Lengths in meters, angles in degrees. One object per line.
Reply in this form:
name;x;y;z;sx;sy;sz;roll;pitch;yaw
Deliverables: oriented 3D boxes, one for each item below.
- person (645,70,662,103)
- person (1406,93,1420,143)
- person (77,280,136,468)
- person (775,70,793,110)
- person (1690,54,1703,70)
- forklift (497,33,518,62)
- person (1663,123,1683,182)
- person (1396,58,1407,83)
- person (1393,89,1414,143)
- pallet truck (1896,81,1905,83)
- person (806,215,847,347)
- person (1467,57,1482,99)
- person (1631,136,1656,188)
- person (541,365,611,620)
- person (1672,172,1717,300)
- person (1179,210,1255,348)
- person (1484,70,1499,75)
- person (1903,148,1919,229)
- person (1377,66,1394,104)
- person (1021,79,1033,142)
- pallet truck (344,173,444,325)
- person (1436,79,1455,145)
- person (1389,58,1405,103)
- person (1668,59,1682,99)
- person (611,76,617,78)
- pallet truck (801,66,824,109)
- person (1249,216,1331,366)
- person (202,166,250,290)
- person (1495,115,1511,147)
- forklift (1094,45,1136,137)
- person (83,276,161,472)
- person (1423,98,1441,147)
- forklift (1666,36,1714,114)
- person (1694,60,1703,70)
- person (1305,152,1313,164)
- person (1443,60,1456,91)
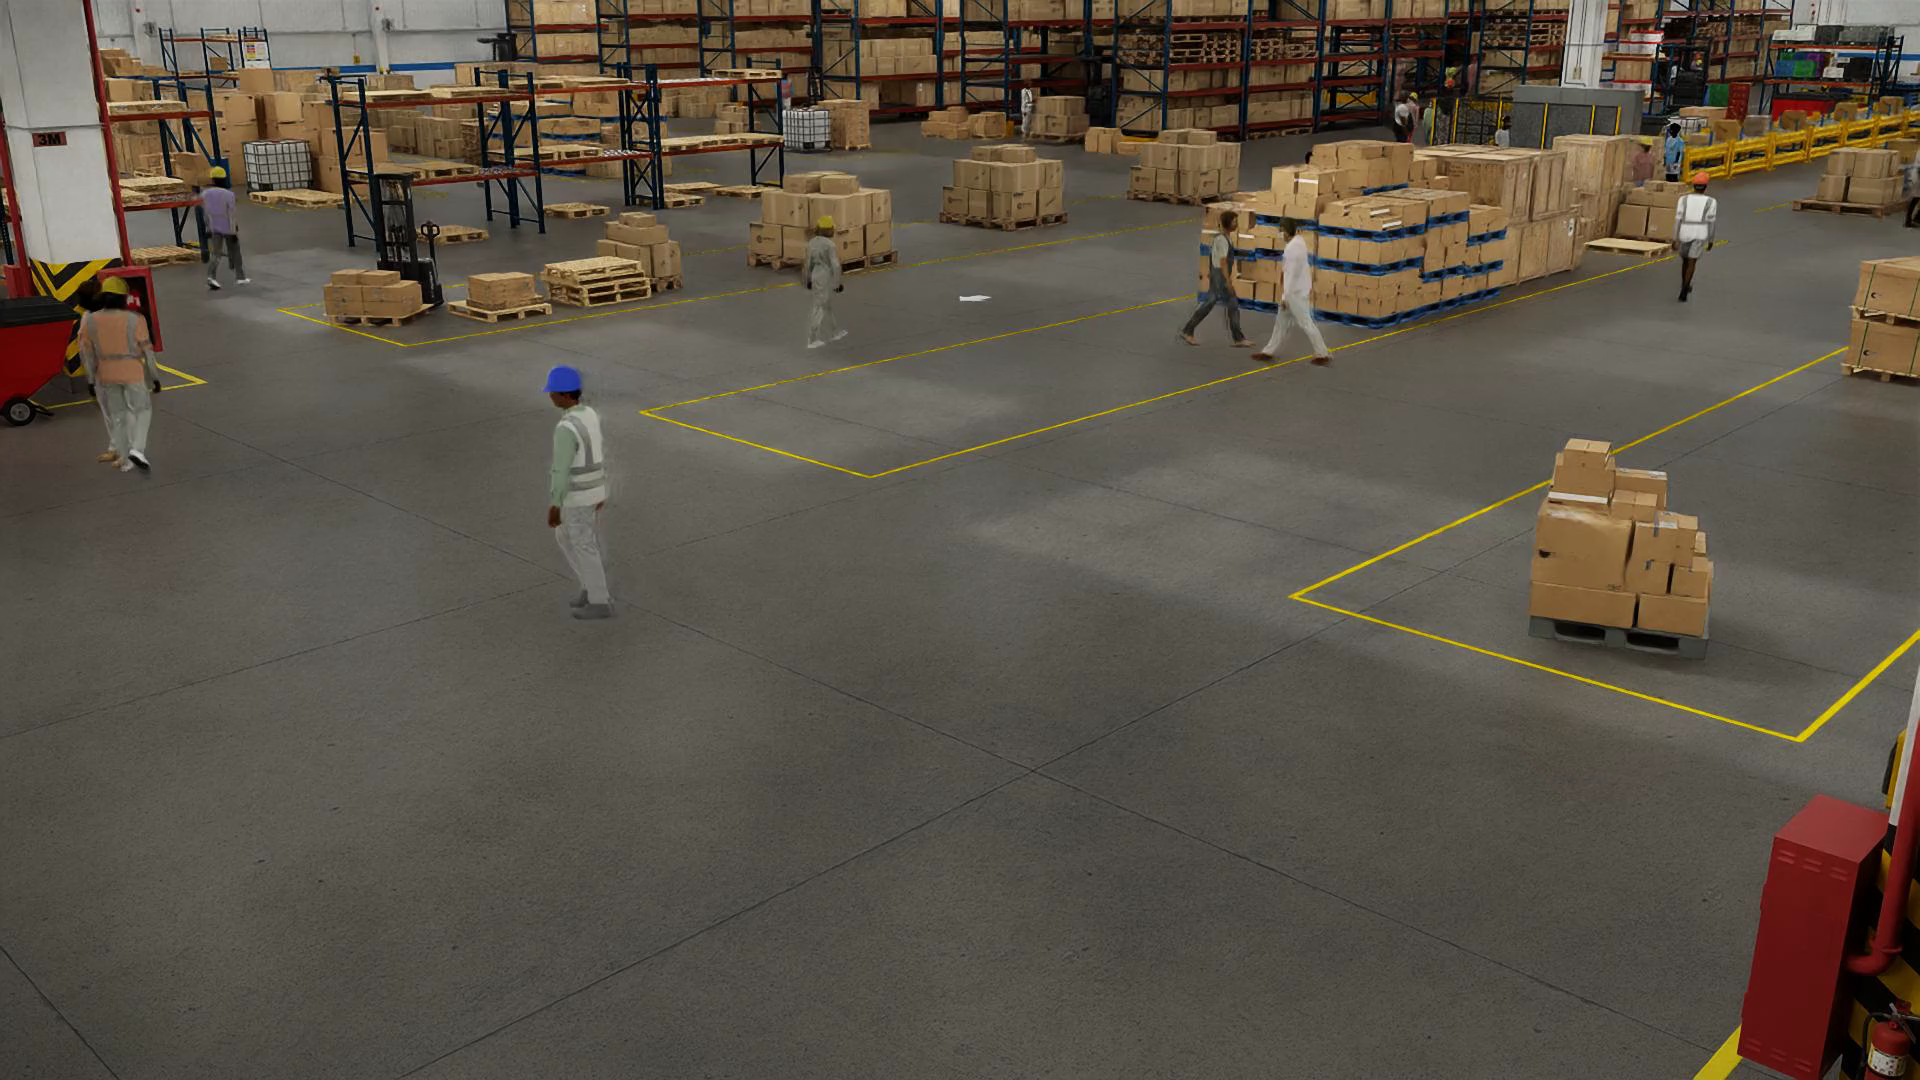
person;-10.388;-14.983;56.449;0.606;1.908;0.399;6;19;17
person;12.702;-11.768;47.052;0.547;1.726;0.597;10;21;28
person;-8.376;-1.633;16.326;0.633;1.841;0.429;14;23;37
person;-6.146;-15.479;58.095;0.623;1.813;0.844;-6;19;-16
person;31.113;-19.552;70.265;0.552;1.883;0.995;8;20;24
forklift;-17.950;-18.779;66.360;1.129;2.768;1.873;17;25;41
person;15.837;-8.407;36.978;0.323;1.689;0.537;-2;18;-7
person;20.329;-21.545;76.382;0.872;1.793;0.621;-13;22;-34
person;11.575;-10.789;43.601;0.618;2.000;0.690;2;18;6
pallet truck;34.802;-16.331;61.455;0.653;1.274;1.630;17;25;41
person;-1.733;-3.421;21.922;0.848;1.702;0.503;-16;24;-40
person;20.889;-18.571;67.313;0.893;1.870;0.675;-17;25;-41
person;13.589;-7.128;33.046;0.542;1.722;0.862;-2;18;-6
person;-2.848;-0.338;12.290;0.518;1.927;0.622;0;18;1
person;11.116;-4.611;25.217;0.555;1.895;0.999;11;21;31
person;3.367;-3.411;21.772;0.983;1.806;0.521;7;20;20
person;22.923;-20.118;71.723;0.606;2.035;0.400;7;20;20
person;18.813;-7.030;32.433;0.608;1.945;0.519;-15;23;-37
person;16.986;-18.127;66.420;0.820;1.593;0.532;11;21;31
person;2.066;-13.214;51.150;0.346;1.882;0.584;6;19;19
pallet truck;-8.209;-4.181;23.757;0.823;1.965;1.885;3;19;9
person;14.421;-12.660;49.321;0.608;1.986;0.391;-14;23;-36
person;17.562;-18.431;66.925;0.663;1.854;0.699;16;24;40
person;30.369;-19.590;70.674;0.575;1.673;0.410;9;20;26
person;-11.924;-15.242;57.661;0.509;1.629;0.315;17;25;41
pallet truck;-4.812;-15.182;56.903;0.823;1.965;1.885;-9;21;-26
person;4.195;-3.088;20.683;1.011;1.872;0.678;5;19;15
person;-11.614;-4.896;26.102;0.592;1.888;0.947;3;19;10
person;11.961;-8.416;36.718;0.313;1.869;0.538;17;25;42
forklift;4.620;-14.051;52.114;1.129;2.768;1.873;17;25;41
person;-8.126;-1.599;16.144;0.704;1.899;0.441;-3;19;-10
person;13.195;-11.549;46.548;0.511;1.617;0.389;12;22;32
forklift;27.341;-17.291;61.877;1.129;2.768;1.873;17;25;41
person;29.297;-18.146;66.101;0.587;1.828;0.404;-9;21;-26
person;5.872;-5.600;28.157;0.593;1.920;0.392;-7;20;-21
person;20.329;-19.144;69.331;0.709;1.668;0.557;-15;24;-39
